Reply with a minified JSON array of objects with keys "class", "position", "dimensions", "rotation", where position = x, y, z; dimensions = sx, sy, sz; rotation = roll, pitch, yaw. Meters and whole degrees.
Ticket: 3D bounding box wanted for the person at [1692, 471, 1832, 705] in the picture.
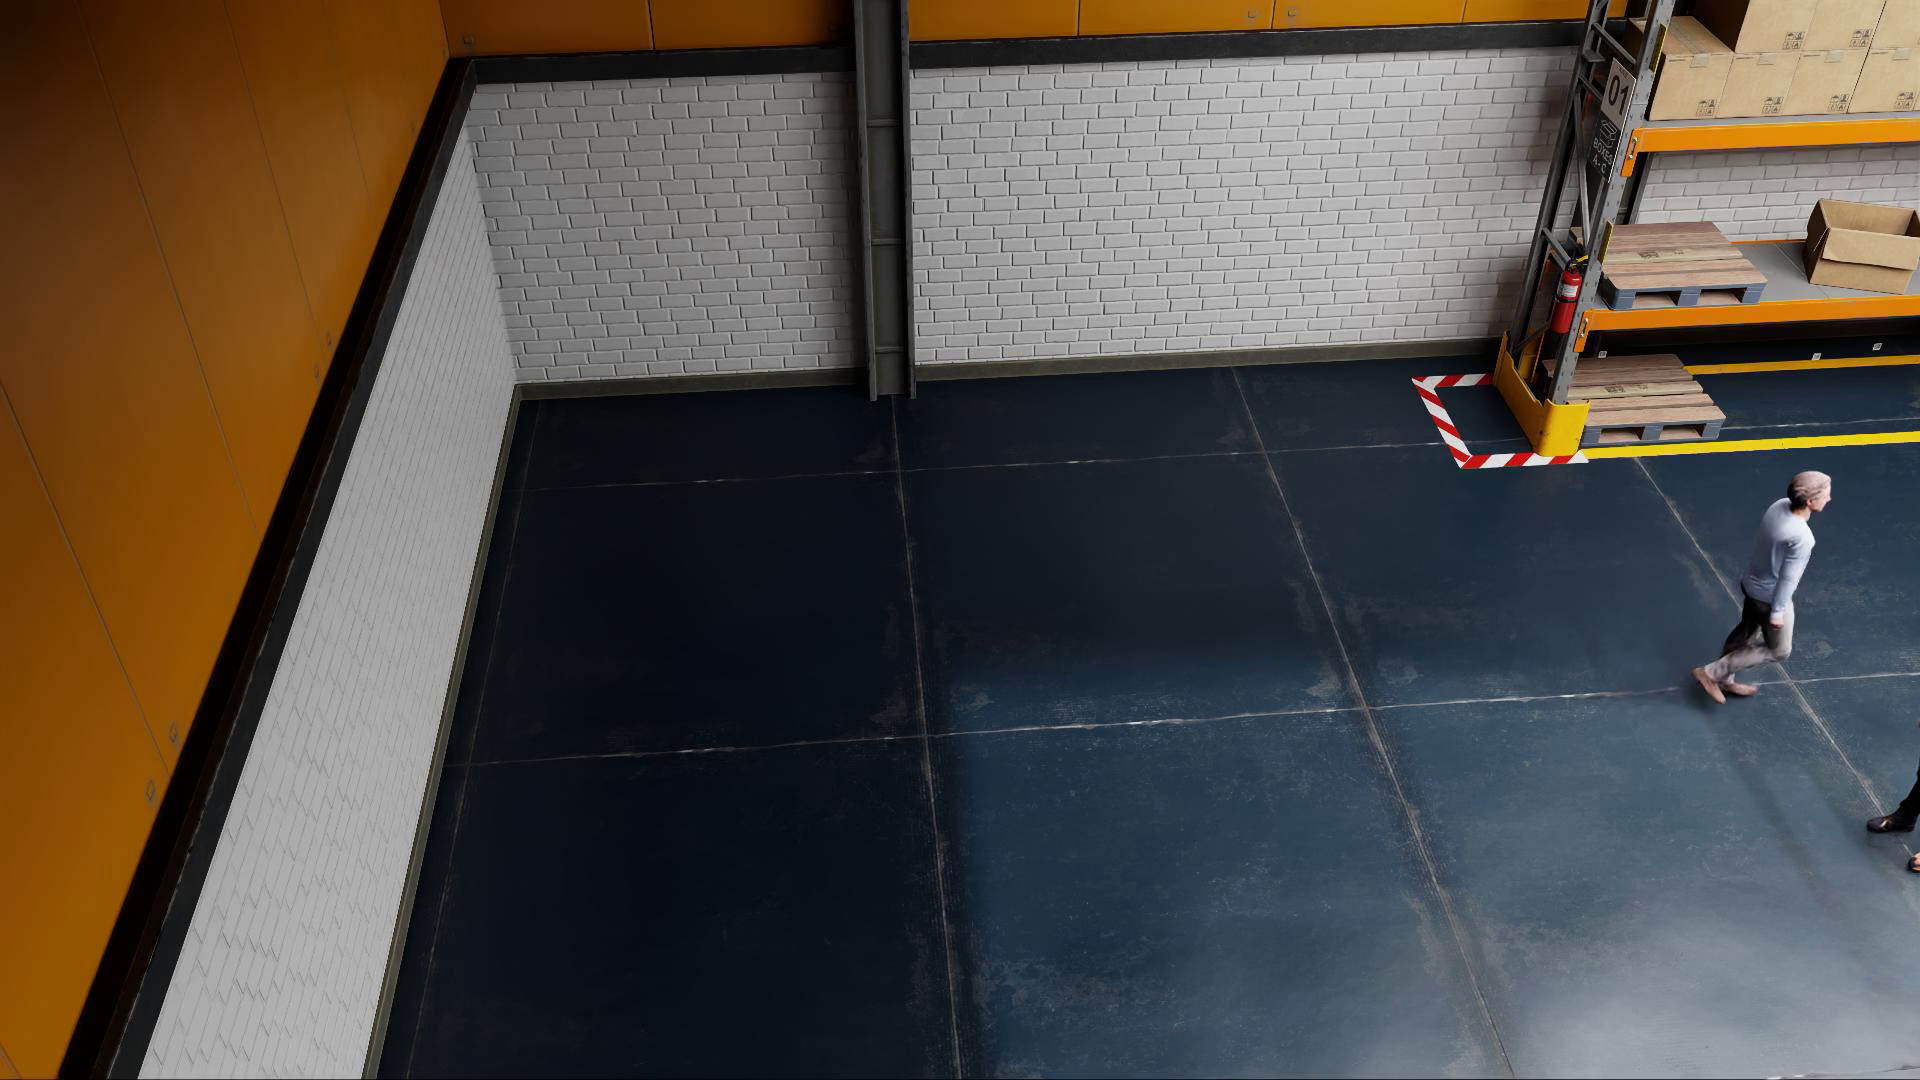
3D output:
[{"class":"person","position":[5.150,0.339,10.791],"dimensions":[0.816,1.879,0.765],"rotation":[5,39,7]}]
